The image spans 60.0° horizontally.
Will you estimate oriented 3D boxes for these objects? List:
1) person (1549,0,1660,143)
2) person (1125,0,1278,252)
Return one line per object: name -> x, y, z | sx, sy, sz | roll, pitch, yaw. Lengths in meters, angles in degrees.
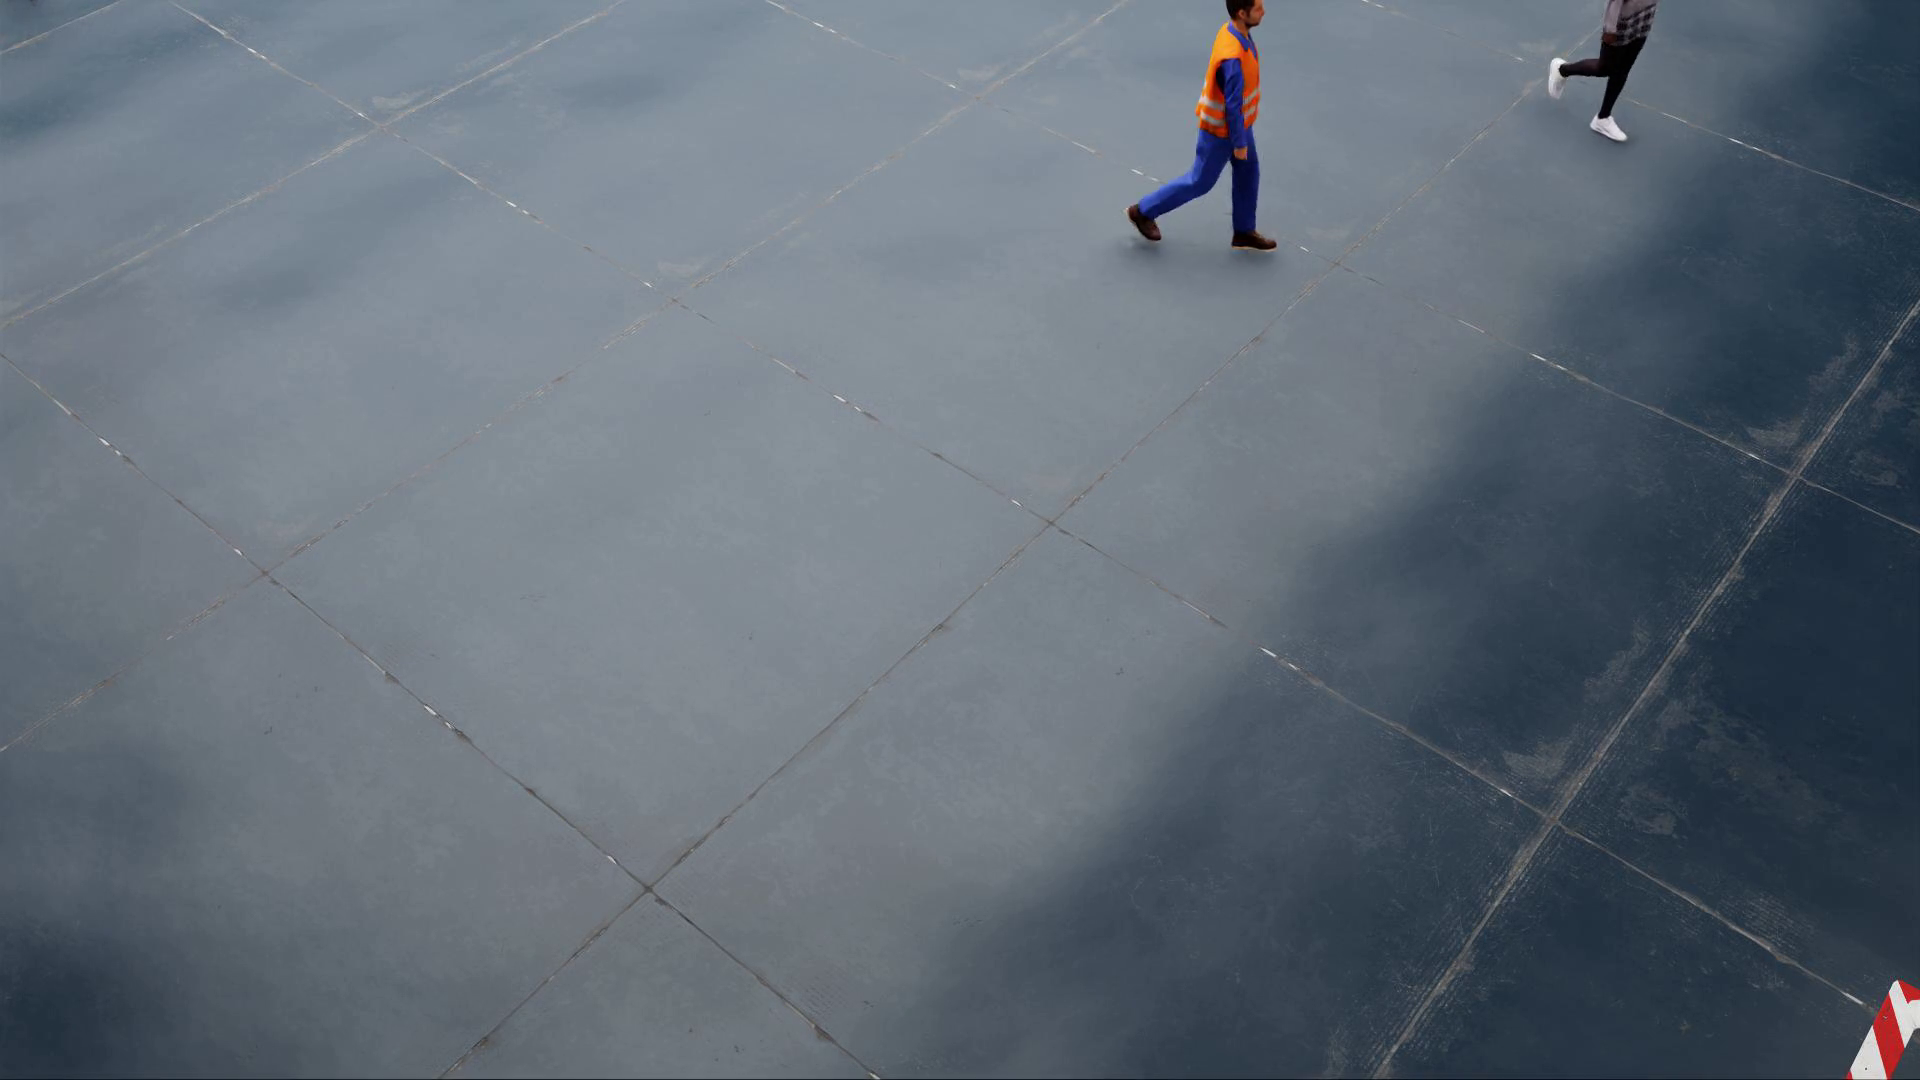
person -> 4.410, -3.559, 11.156 | 0.802, 1.762, 1.017 | -26, 52, -22
person -> 1.519, -2.513, 10.145 | 1.313, 1.825, 1.012 | 12, 48, 11
